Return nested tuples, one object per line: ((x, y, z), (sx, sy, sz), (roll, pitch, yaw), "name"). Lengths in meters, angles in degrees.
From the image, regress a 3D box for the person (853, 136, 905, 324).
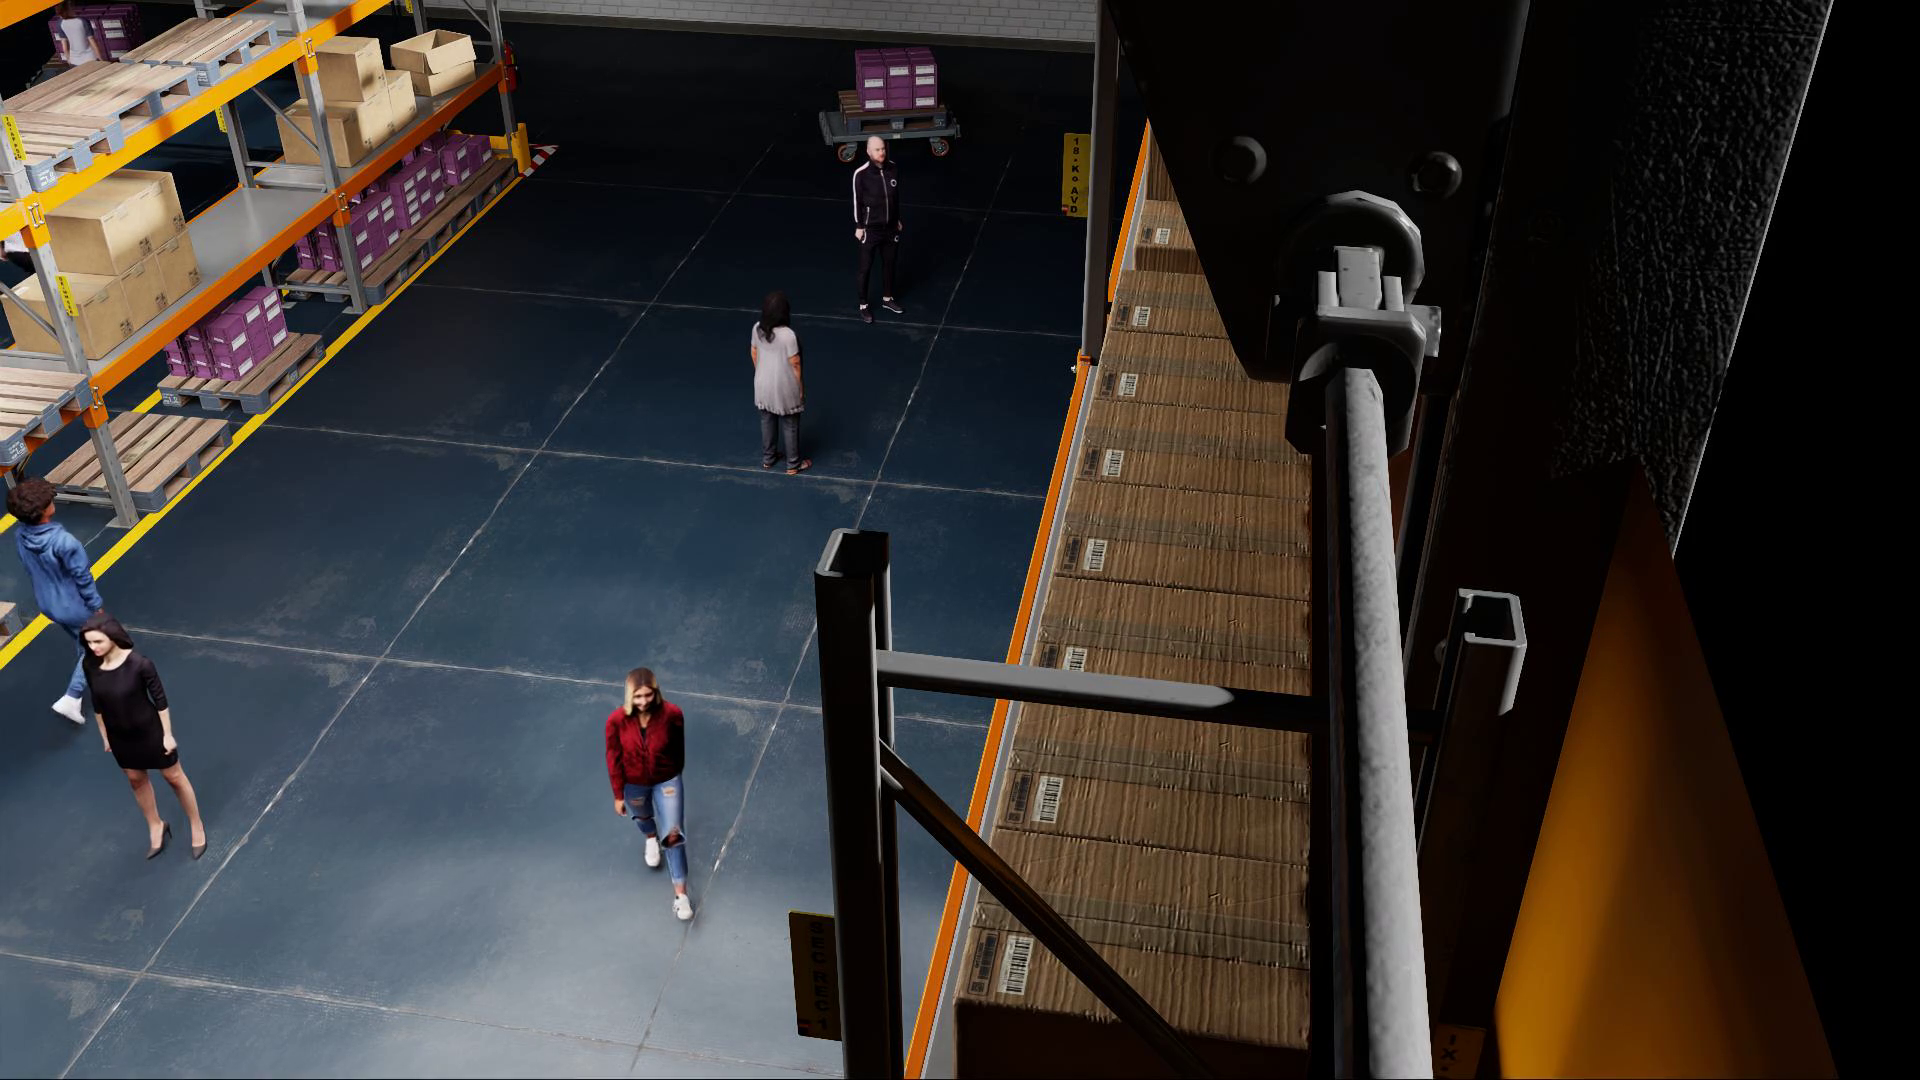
((-0.810, -3.064, 16.257), (0.748, 1.837, 0.807), (-21, 39, -28), "person")

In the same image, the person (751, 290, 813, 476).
((-1.510, -1.316, 13.834), (0.729, 1.609, 0.765), (19, 38, 26), "person")

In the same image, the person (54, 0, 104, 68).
((-10.824, -5.890, 20.574), (0.658, 1.765, 0.656), (-6, 34, -9), "person")

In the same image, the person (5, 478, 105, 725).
((-5.973, 0.438, 11.032), (0.779, 1.789, 1.010), (11, 35, 16), "person")

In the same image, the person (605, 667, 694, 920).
((-1.837, 1.385, 9.796), (0.872, 1.579, 1.156), (-6, 34, -9), "person")

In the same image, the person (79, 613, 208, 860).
((-4.877, 1.173, 9.912), (0.609, 1.805, 0.514), (2, 34, 3), "person")
